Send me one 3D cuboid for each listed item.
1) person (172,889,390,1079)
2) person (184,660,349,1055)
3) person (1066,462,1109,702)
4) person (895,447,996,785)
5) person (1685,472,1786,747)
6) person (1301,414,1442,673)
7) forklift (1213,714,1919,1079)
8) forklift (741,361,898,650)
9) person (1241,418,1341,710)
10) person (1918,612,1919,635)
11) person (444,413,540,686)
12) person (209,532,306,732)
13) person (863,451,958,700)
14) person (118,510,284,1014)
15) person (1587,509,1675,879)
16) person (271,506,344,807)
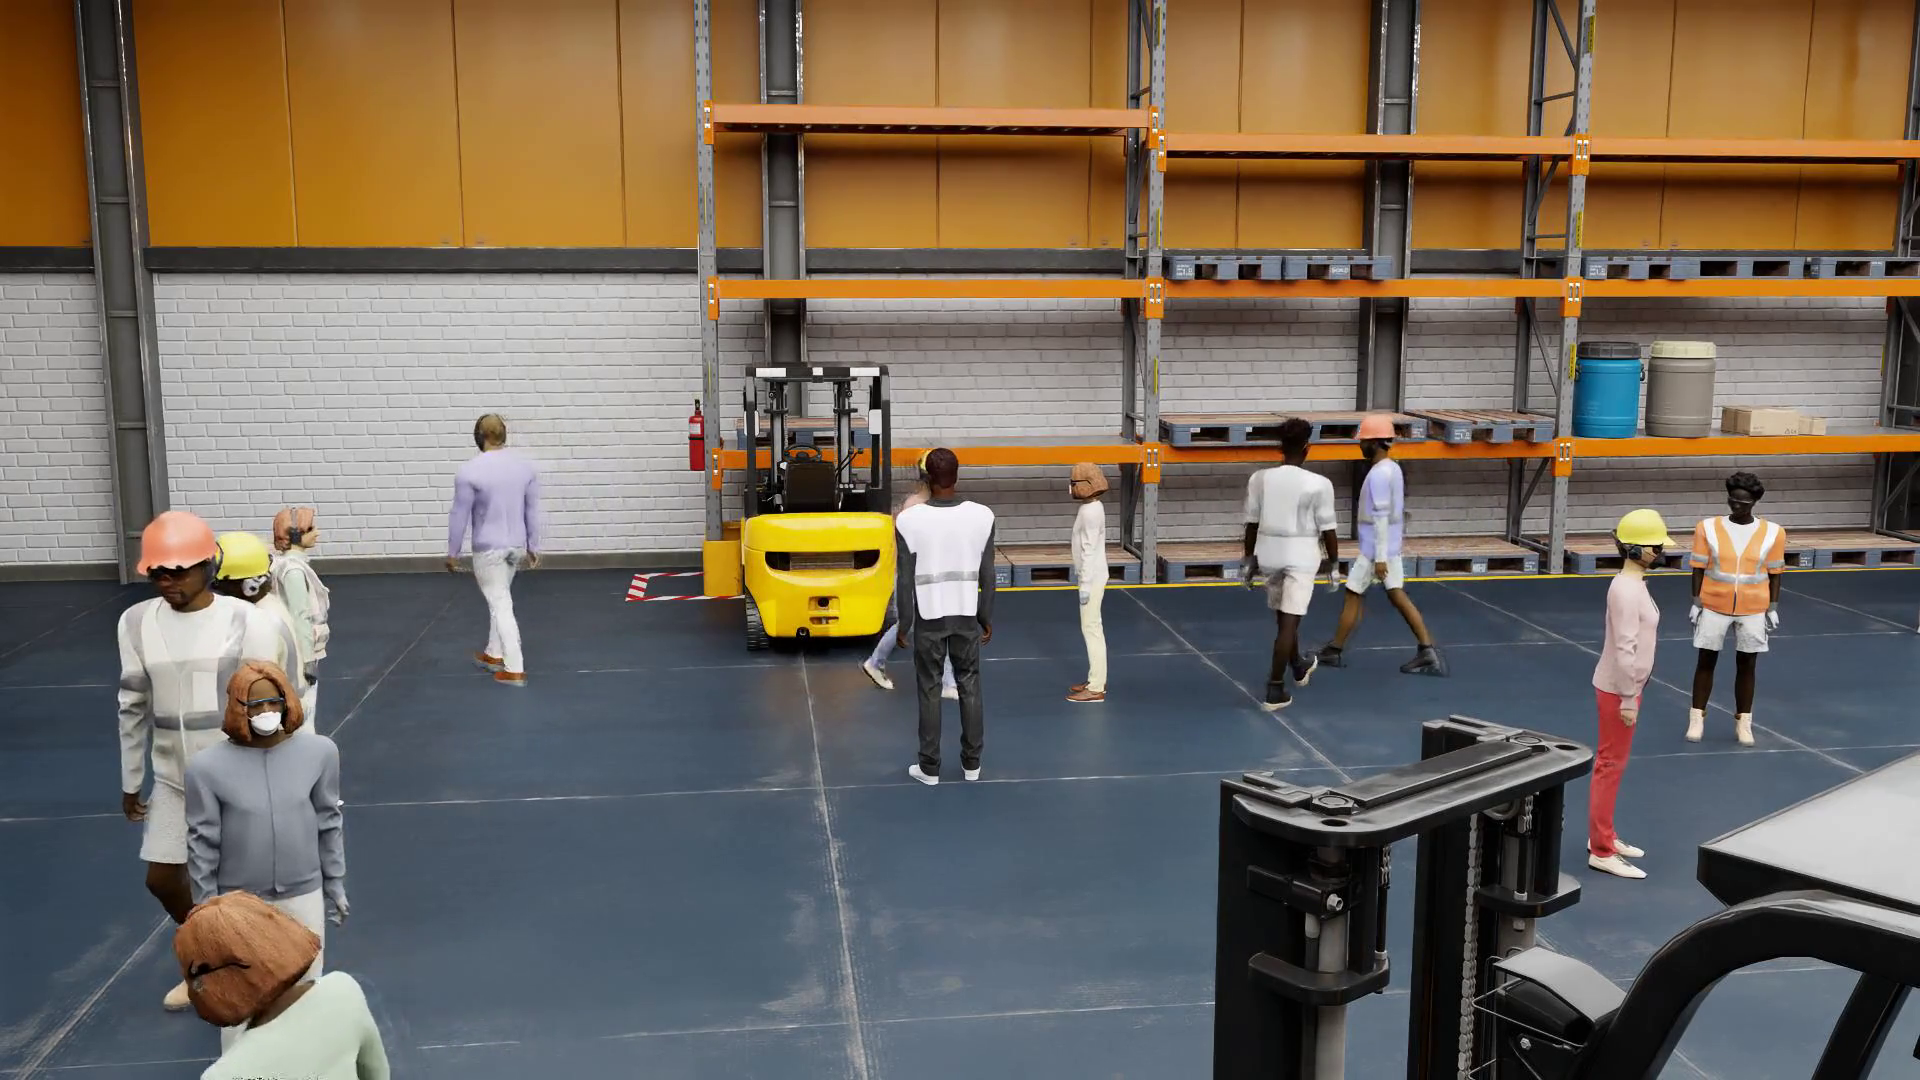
[{"bbox_3d":[-1.470,1.510,3.633,0.678,1.596,0.568,2,9,12],"label":"person"},{"bbox_3d":[-2.284,1.196,5.523,0.497,1.633,0.285,-7,12,-38],"label":"person"},{"bbox_3d":[0.867,0.282,11.262,0.280,1.624,0.493,1,9,3],"label":"person"},{"bbox_3d":[-0.083,0.435,9.402,0.591,1.916,0.393,-3,9,-16],"label":"person"},{"bbox_3d":[4.738,0.420,10.184,0.534,1.692,0.322,4,10,22],"label":"person"},{"bbox_3d":[3.043,0.033,12.017,1.010,1.889,0.562,5,10,28],"label":"person"},{"bbox_3d":[1.441,1.425,2.350,1.214,2.155,2.313,-7,12,-39],"label":"forklift"},{"bbox_3d":[-1.154,-0.340,13.365,1.214,2.155,2.313,-1,9,-7],"label":"forklift"},{"bbox_3d":[2.287,0.134,11.237,0.630,1.919,0.958,7,12,38],"label":"person"},{"bbox_3d":[7.877,-0.031,13.214,0.321,1.630,0.513,8,12,42],"label":"person"},{"bbox_3d":[-3.370,0.057,11.800,0.867,1.909,0.634,6,11,34],"label":"person"},{"bbox_3d":[-3.009,0.855,7.083,0.422,1.812,0.620,-4,10,-26],"label":"person"},{"bbox_3d":[-0.301,0.226,11.333,0.814,1.723,0.566,6,11,34],"label":"person"},{"bbox_3d":[-2.857,0.877,6.303,0.630,2.030,0.533,0,9,3],"label":"person"},{"bbox_3d":[3.232,0.726,8.042,0.324,1.769,0.523,4,10,24],"label":"person"},{"bbox_3d":[-3.565,0.636,9.005,0.311,1.639,0.513,-5,10,-28],"label":"person"}]
